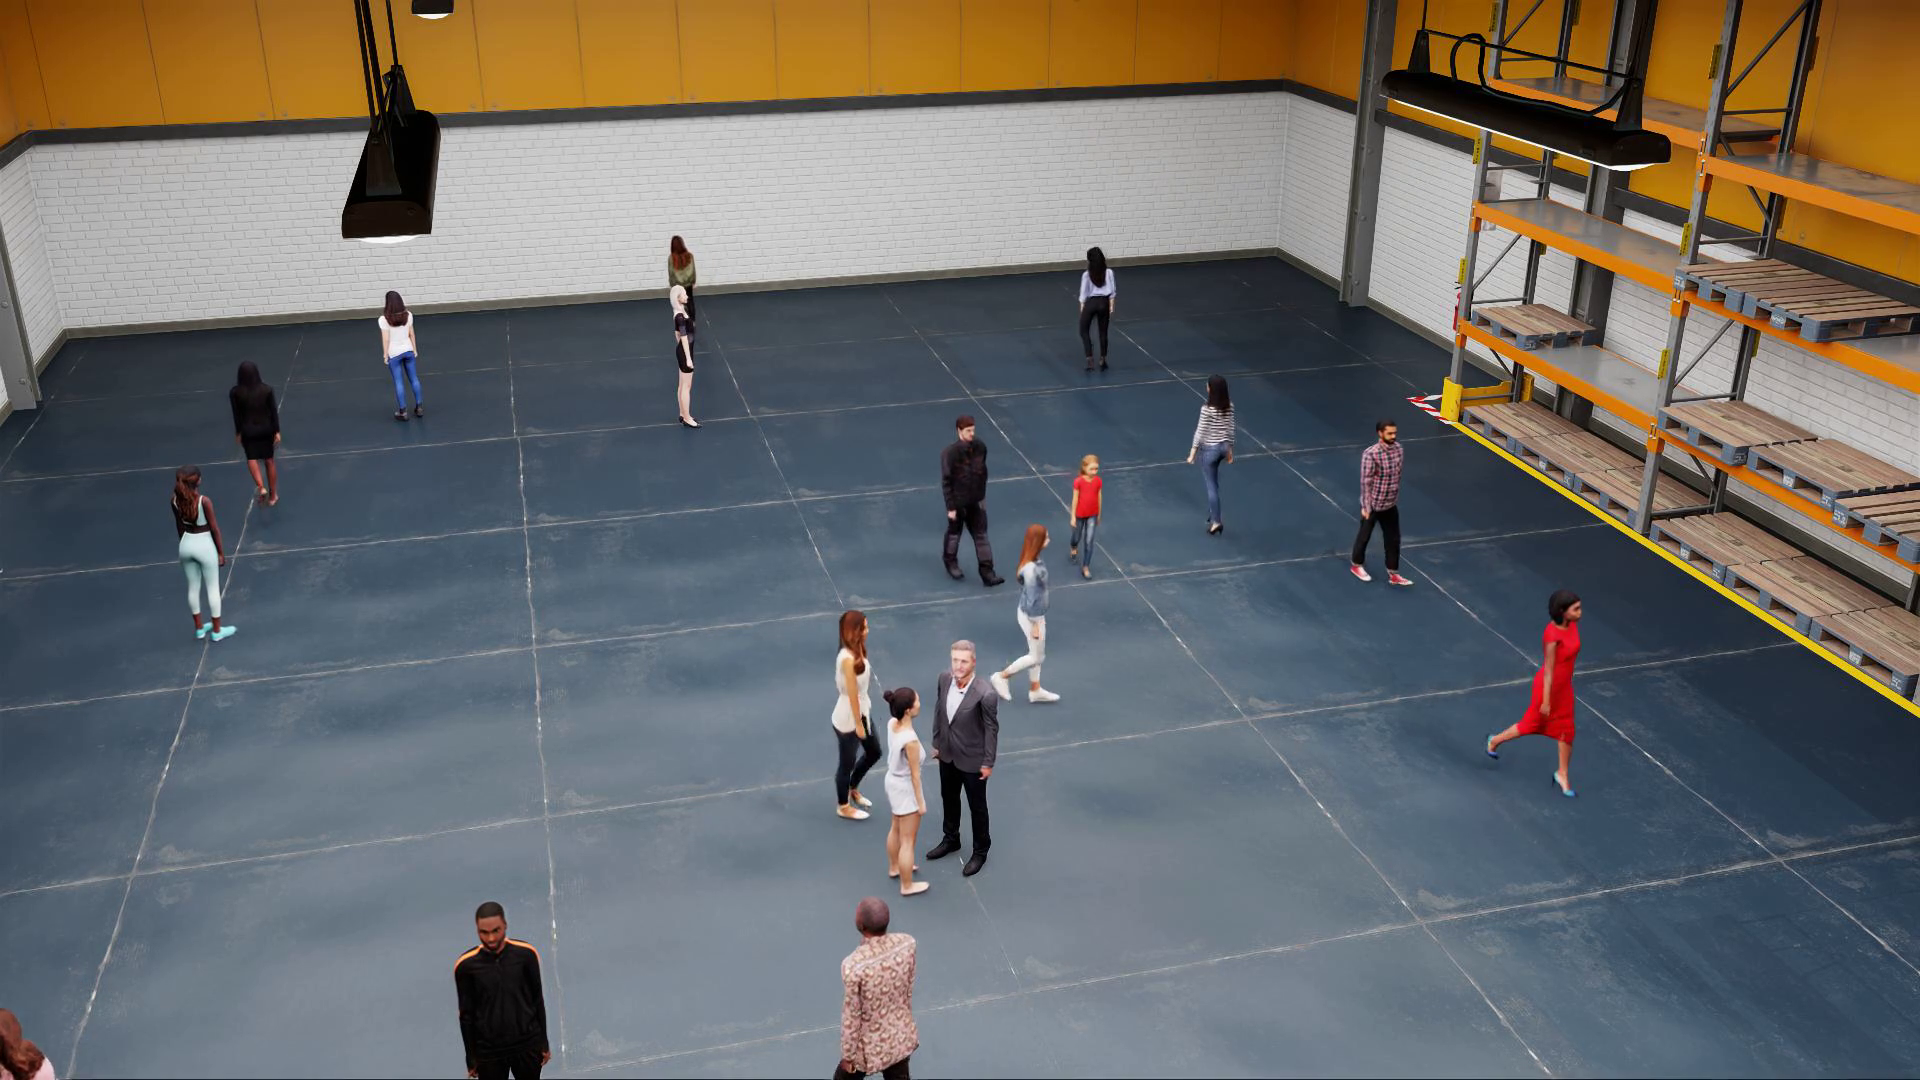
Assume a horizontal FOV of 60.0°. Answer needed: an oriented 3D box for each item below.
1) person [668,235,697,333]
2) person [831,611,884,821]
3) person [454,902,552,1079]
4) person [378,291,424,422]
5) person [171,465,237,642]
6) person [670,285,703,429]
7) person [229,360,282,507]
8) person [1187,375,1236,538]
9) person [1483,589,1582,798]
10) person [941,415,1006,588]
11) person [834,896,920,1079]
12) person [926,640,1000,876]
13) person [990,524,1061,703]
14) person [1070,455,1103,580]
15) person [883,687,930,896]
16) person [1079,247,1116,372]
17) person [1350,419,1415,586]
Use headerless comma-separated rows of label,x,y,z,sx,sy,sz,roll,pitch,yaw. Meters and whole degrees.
person,-4.174,-3.849,24.999,0.610,1.475,0.546,-11,26,-23
person,-0.916,1.352,12.727,0.764,1.775,0.664,6,24,13
person,-2.552,2.806,9.357,0.643,1.808,0.564,-9,25,-20
person,-7.174,-2.361,21.333,0.684,1.684,0.687,-21,31,-40
person,-7.154,0.117,15.617,0.636,1.723,0.646,3,24,7
person,-3.494,-2.333,21.087,0.650,1.830,0.437,-7,25,-16
person,-7.825,-1.155,18.540,0.680,1.712,0.797,-10,26,-22
person,2.778,-0.867,17.797,0.726,1.780,0.775,-18,29,-35
person,4.608,1.185,13.188,0.918,1.711,1.157,-21,31,-39
person,-0.004,-0.415,16.739,0.940,1.798,1.168,-14,27,-29
person,-0.403,2.834,9.318,0.872,1.788,0.911,-18,29,-35
person,0.024,1.554,12.180,0.768,1.843,0.874,18,29,35
person,0.551,0.661,14.408,0.869,1.694,0.886,3,24,8
person,1.264,-0.279,17.058,0.520,1.294,0.789,-4,24,-9
person,-0.407,1.781,11.944,0.647,1.614,0.483,-10,25,-21
person,1.926,-3.224,23.241,0.725,1.738,0.662,-2,24,-4
person,4.185,-0.415,16.810,0.832,1.741,1.020,-12,26,-25
